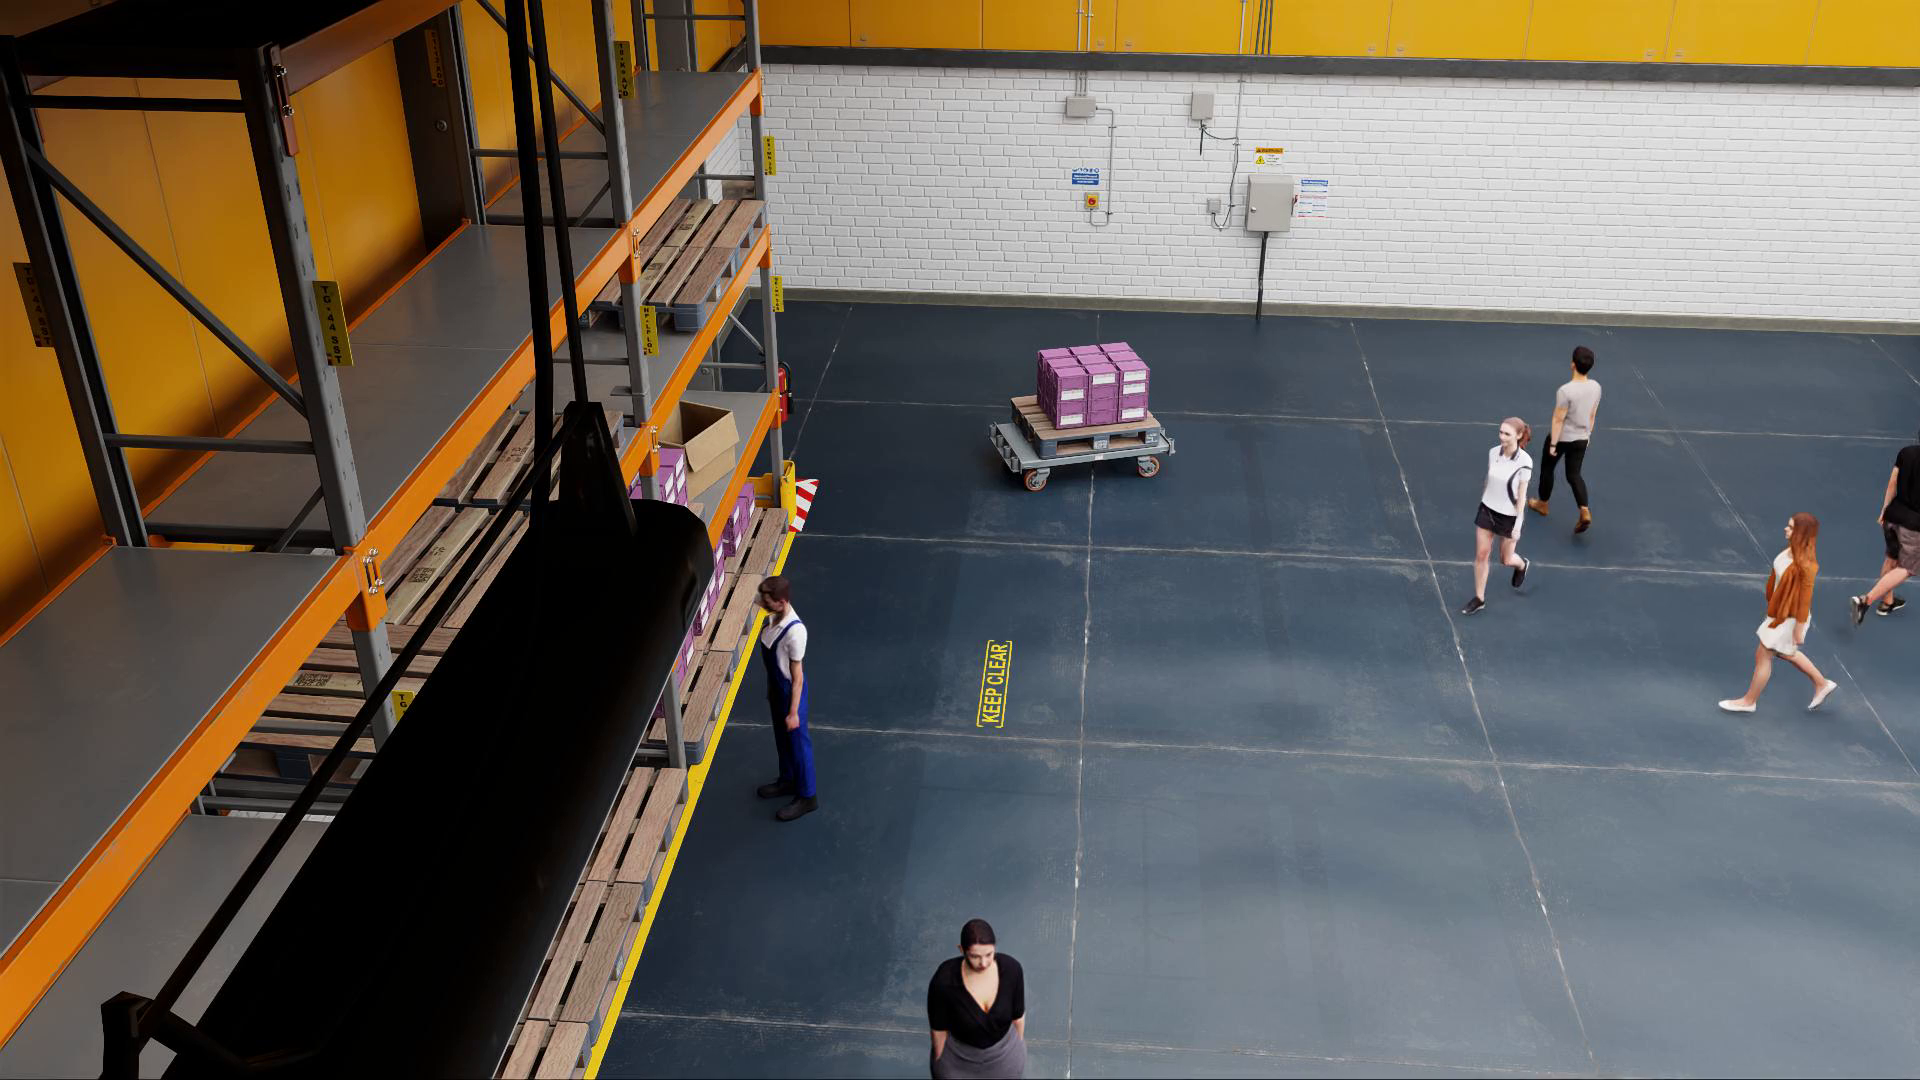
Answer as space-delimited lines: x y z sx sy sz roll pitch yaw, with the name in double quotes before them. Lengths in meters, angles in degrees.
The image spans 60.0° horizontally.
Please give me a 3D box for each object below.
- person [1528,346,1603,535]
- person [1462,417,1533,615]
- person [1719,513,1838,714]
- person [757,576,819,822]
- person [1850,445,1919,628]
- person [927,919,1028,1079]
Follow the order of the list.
"person" 5.482 -0.870 14.855 0.838 1.695 1.132 -6 29 -11
"person" 4.479 -0.209 13.605 1.010 1.733 0.927 -24 37 -36
"person" 6.174 0.564 12.225 0.768 1.696 1.006 7 29 12
"person" -1.161 1.027 11.216 0.781 1.850 0.681 -14 31 -24
"person" 7.557 -0.126 13.343 1.083 1.836 1.129 -15 32 -25
"person" 0.081 2.587 8.458 0.761 1.753 0.757 -8 30 -14
